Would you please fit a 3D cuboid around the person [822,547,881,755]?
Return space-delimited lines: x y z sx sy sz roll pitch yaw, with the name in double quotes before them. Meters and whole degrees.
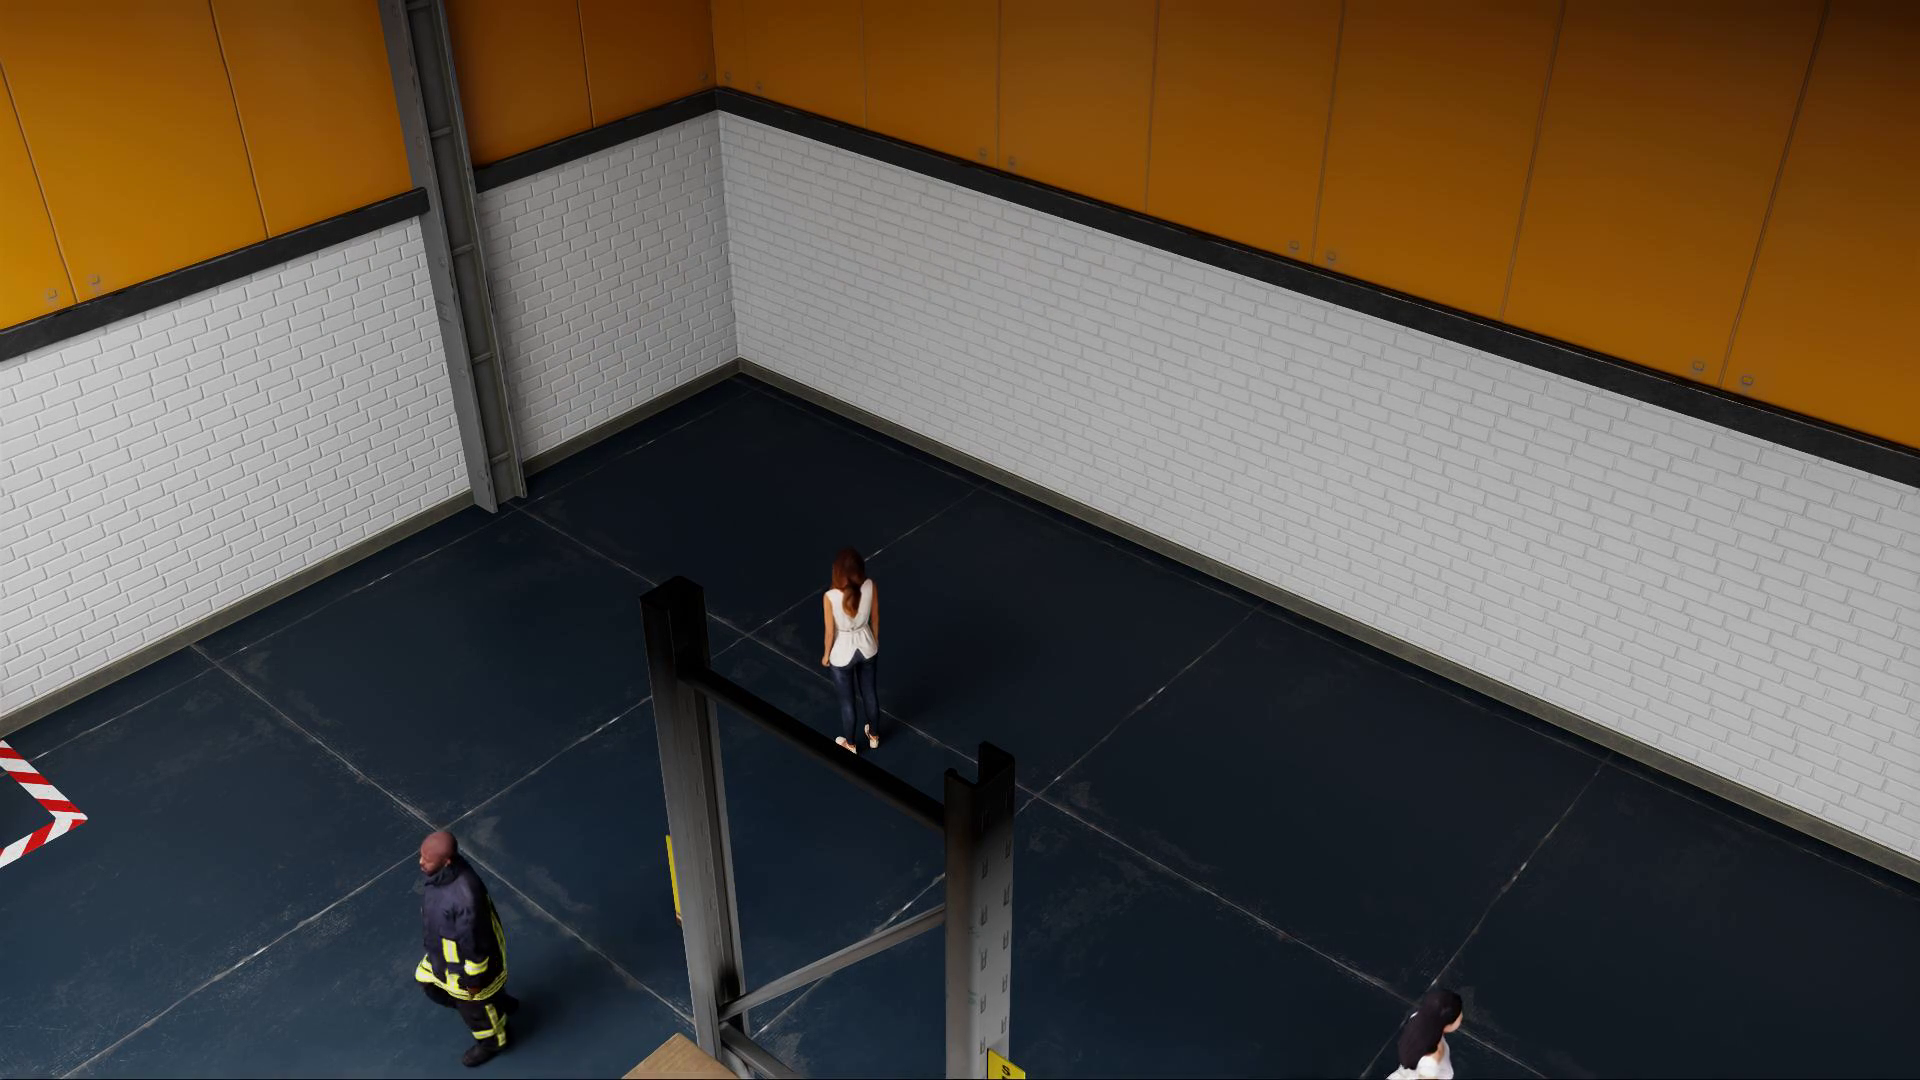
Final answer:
"person" -0.760 0.810 11.962 0.593 1.784 0.728 -16 37 -22

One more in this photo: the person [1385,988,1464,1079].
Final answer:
"person" 2.297 2.996 8.694 0.989 1.762 0.957 2 34 3

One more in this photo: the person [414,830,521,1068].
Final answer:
"person" -2.813 2.311 9.677 0.857 1.814 0.821 -23 40 -30
